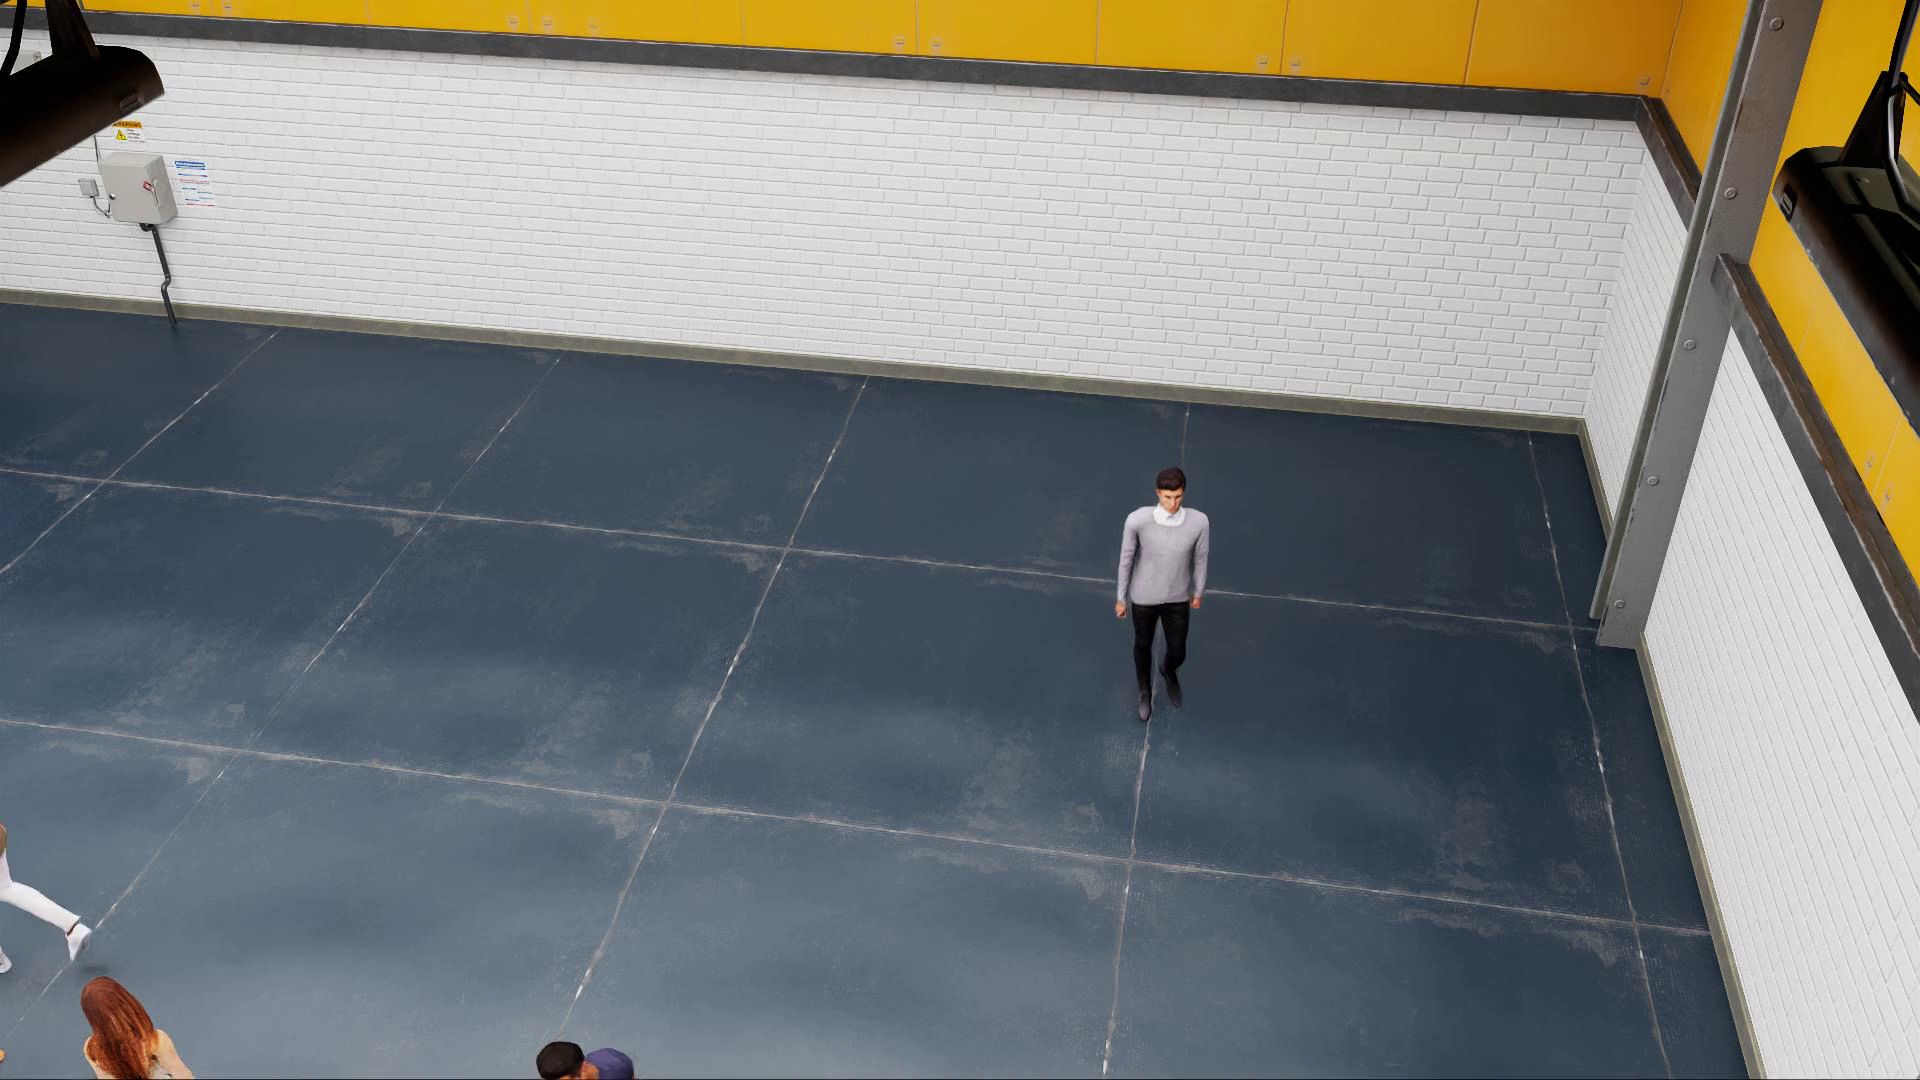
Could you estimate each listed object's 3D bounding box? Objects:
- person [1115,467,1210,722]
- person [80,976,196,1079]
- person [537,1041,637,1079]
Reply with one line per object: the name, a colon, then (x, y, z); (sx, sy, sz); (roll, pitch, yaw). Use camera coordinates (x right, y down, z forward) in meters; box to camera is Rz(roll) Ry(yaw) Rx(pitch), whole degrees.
person: (1.337, 0.299, 11.140); (0.769, 1.916, 0.703); (2, 34, 4)
person: (-3.725, 2.736, 7.684); (0.652, 1.682, 1.065); (3, 34, 4)
person: (-1.634, 2.750, 7.608); (0.959, 1.743, 0.823); (19, 38, 27)
